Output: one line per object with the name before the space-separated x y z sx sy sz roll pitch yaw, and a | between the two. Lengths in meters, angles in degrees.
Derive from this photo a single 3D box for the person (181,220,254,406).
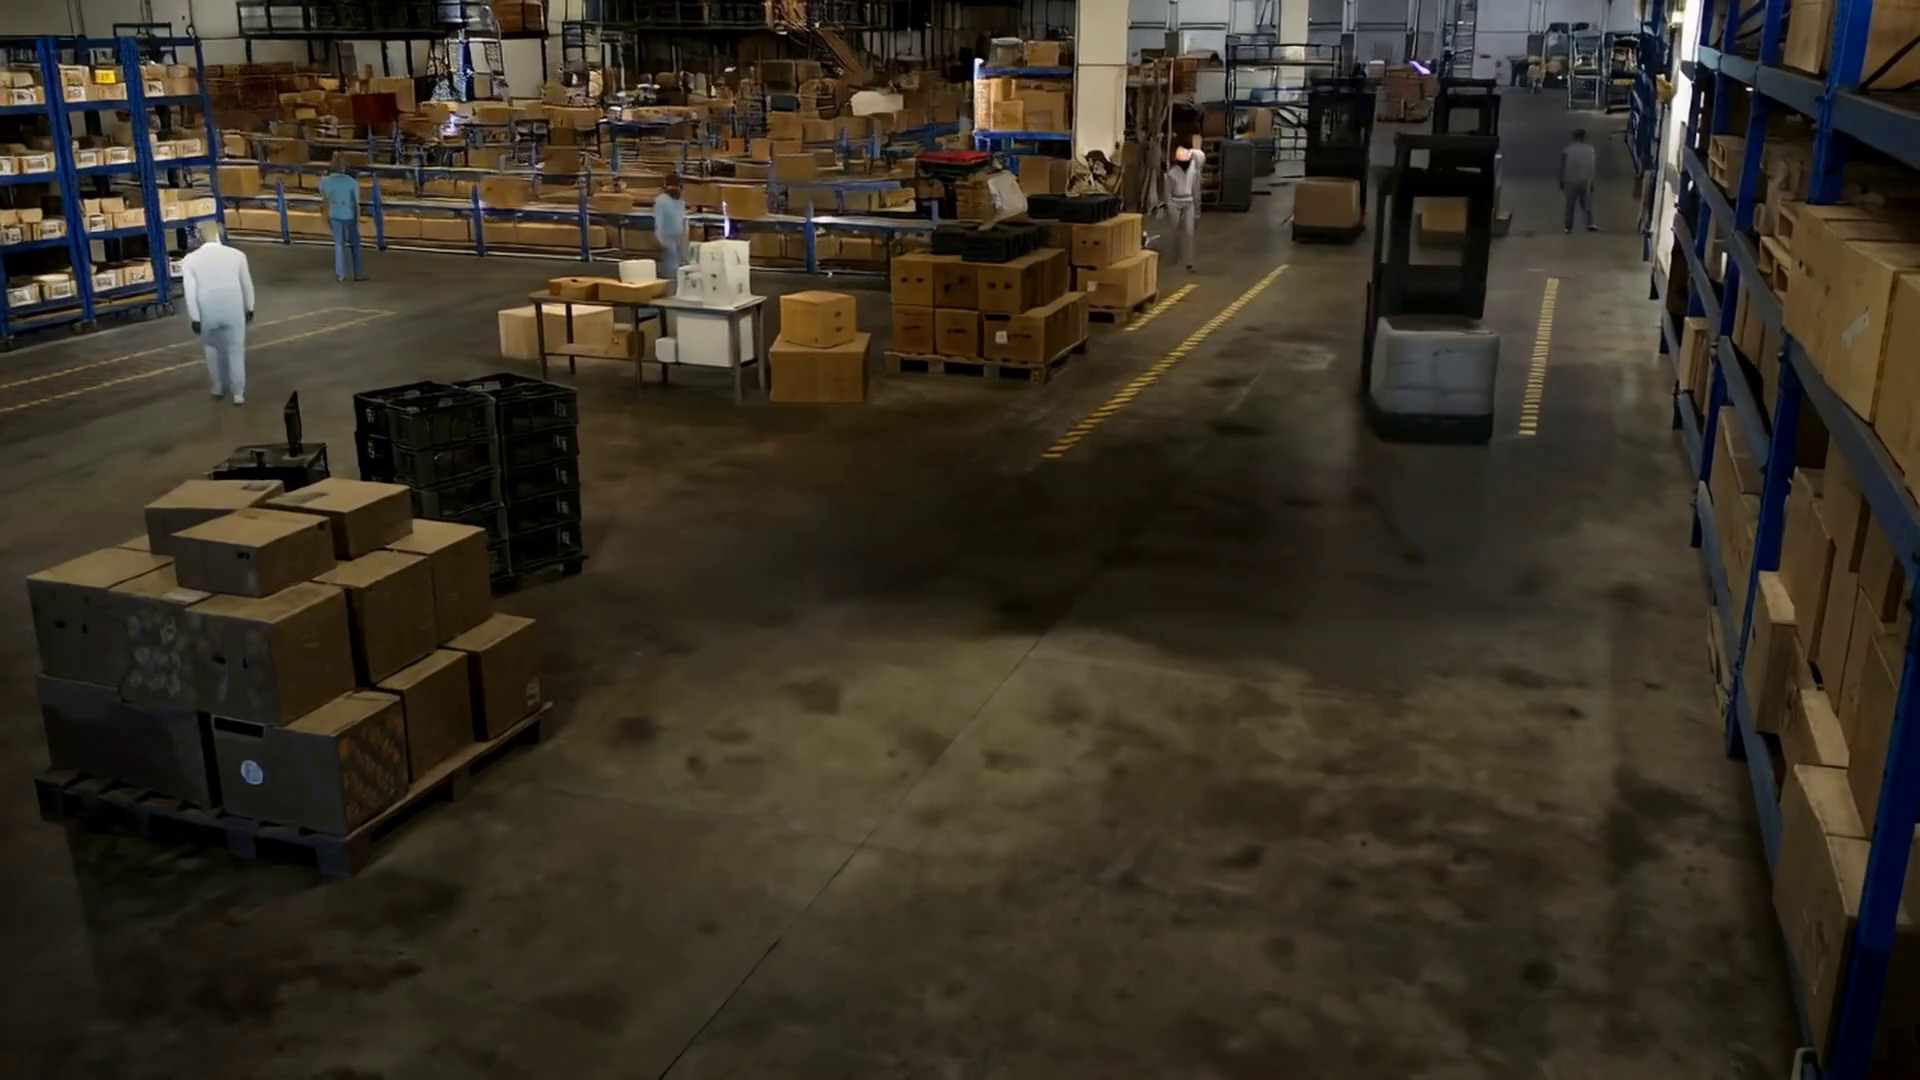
person | -7.652 -2.365 17.225 0.647 1.872 0.876 -8 19 -24

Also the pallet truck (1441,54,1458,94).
pallet truck | 22.765 -21.886 78.355 0.823 1.965 1.885 -4 18 -14

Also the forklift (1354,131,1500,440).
forklift | 4.562 -2.502 16.018 1.129 2.768 1.873 2 18 7

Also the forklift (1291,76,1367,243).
forklift | 6.598 -6.755 29.381 1.129 2.768 1.873 6 19 19

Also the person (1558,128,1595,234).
person | 11.235 -6.538 30.329 0.698 1.879 0.456 16 23 40

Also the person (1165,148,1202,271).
person | 3.504 -5.218 26.200 0.597 1.887 1.075 0 18 0

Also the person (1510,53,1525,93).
person | 27.708 -23.214 82.625 0.656 1.945 1.032 -6 18 -17

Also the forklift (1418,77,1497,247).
forklift | 8.650 -6.553 28.744 1.129 2.768 1.873 6 19 19

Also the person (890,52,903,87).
person | -3.170 -23.401 83.220 0.628 1.935 0.373 -4 18 -11

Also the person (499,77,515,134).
person | -14.938 -14.339 54.872 0.514 1.856 0.553 14 22 37

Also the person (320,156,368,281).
person | -9.234 -4.799 24.914 0.566 1.847 0.389 -1 18 -2

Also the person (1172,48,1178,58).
person | 12.147 -26.626 93.424 0.972 1.884 0.572 12 21 33

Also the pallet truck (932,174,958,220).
pallet truck | -0.507 -5.292 27.348 0.653 1.274 1.630 6 19 19

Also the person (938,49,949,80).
person | -0.897 -26.266 92.274 0.601 1.903 0.932 0 18 0

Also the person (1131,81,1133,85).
person | 9.381 -25.457 89.989 0.529 1.741 0.743 -6 18 -17

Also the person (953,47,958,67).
person | -0.166 -26.355 92.401 0.625 1.992 0.388 10 20 28

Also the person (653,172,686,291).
person | -4.030 -4.184 23.042 0.574 1.809 0.607 9 20 26

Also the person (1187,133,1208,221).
person | 4.602 -6.963 31.998 0.742 1.667 0.547 -11 21 -30

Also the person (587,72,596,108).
person | -14.060 -16.961 63.104 0.648 1.869 0.588 7 19 22

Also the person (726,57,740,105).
person | -9.787 -19.874 71.964 0.538 2.000 0.700 11 20 30

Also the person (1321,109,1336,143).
person | 10.437 -11.776 47.076 0.317 1.697 0.540 -13 22 -36

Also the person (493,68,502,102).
person | -18.124 -17.724 65.655 0.533 1.767 0.327 -4 18 -13

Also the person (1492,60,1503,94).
person | 23.892 -20.401 73.966 0.431 1.835 0.624 6 18 17

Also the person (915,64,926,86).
person | -1.501 -17.560 64.882 0.543 1.925 0.511 -11 21 -31

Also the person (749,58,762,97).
person | -8.970 -20.192 73.149 0.590 1.926 0.388 -11 21 -31

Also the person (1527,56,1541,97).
person | 27.316 -22.066 79.141 0.598 1.861 0.677 13 22 36
